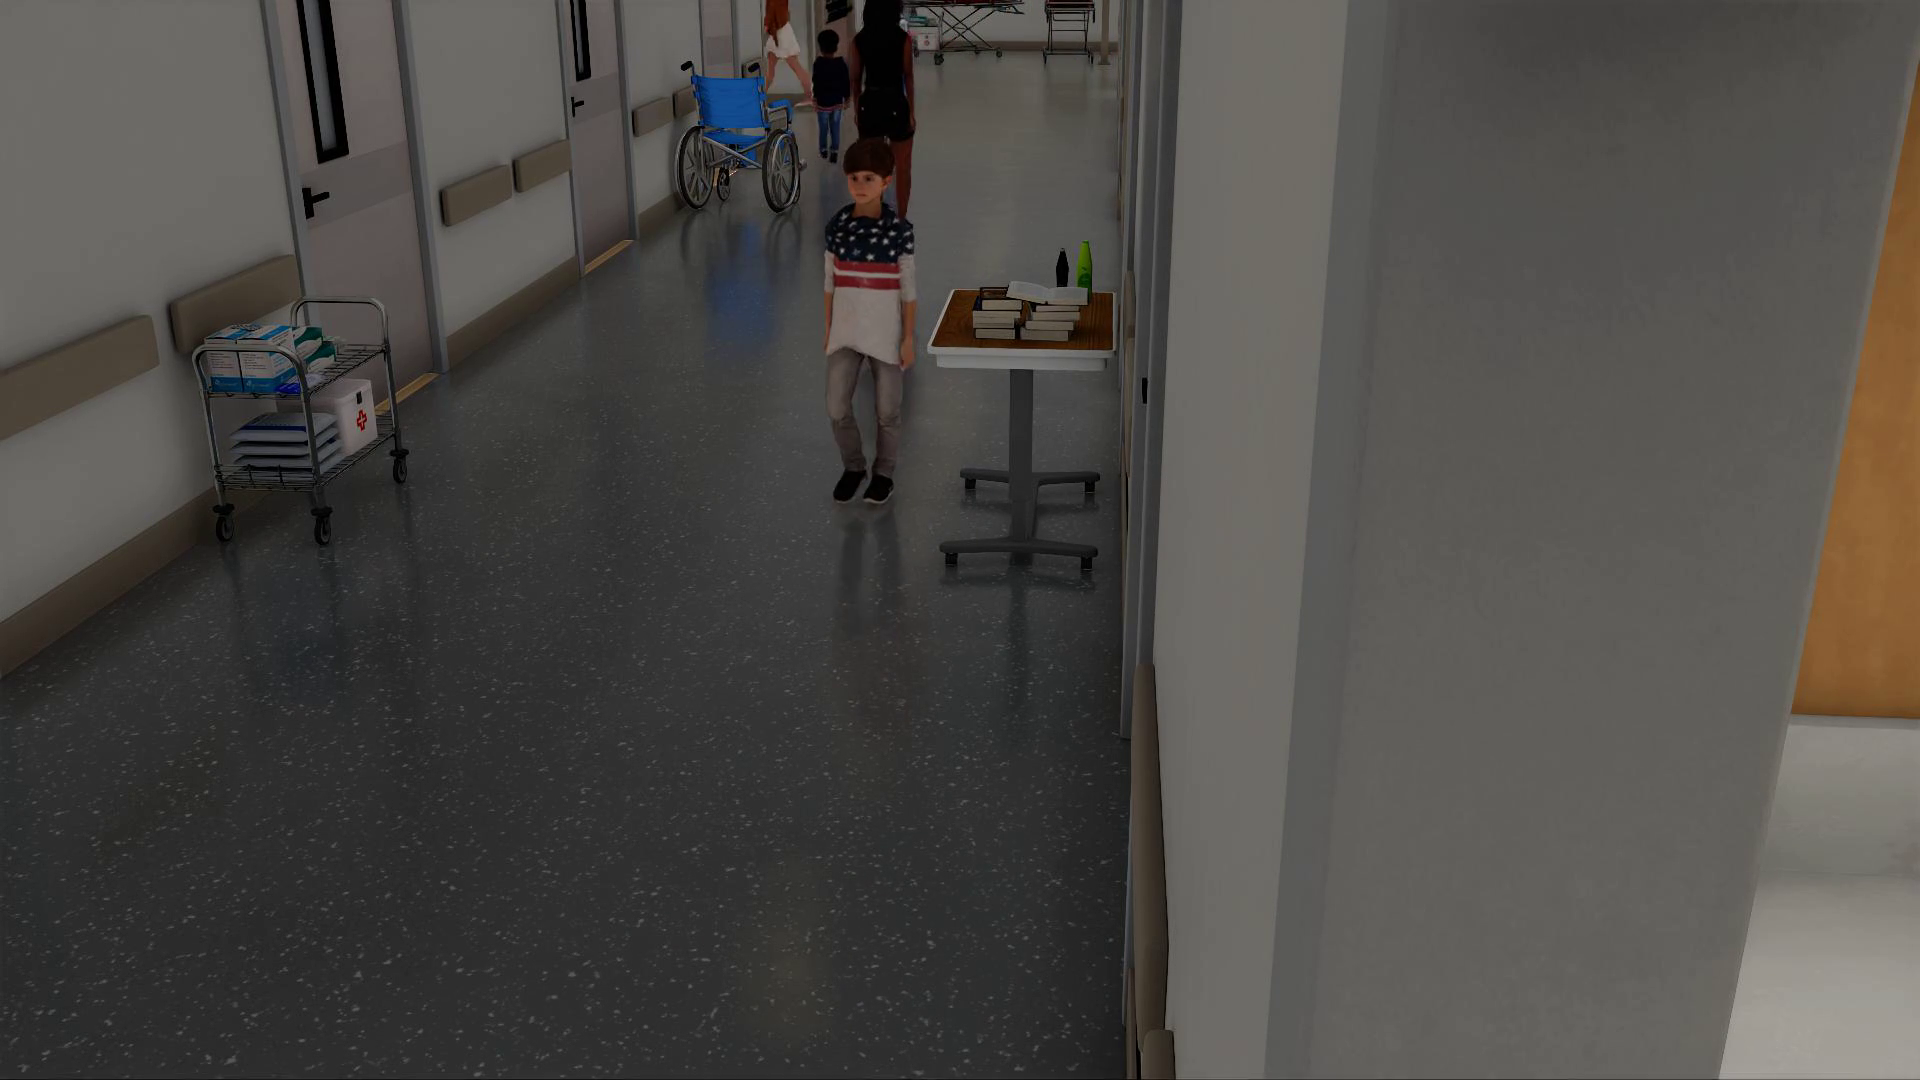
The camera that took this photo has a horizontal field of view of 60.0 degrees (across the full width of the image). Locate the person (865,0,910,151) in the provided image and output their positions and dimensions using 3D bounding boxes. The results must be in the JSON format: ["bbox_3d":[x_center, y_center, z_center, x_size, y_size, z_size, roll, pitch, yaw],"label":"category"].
[{"bbox_3d":[-0.658,-4.353,15.516,0.795,1.601,0.918,-8,22,-21],"label":"person"}]

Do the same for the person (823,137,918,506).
[{"bbox_3d":[-0.341,-0.851,6.507,0.562,1.433,0.545,4,21,11],"label":"person"}]

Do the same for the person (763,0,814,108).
[{"bbox_3d":[-1.991,-5.876,19.446,0.771,1.666,1.086,-1,21,-3],"label":"person"}]

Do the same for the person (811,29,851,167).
[{"bbox_3d":[-1.194,-4.026,15.229,0.635,1.193,0.849,-3,21,-9],"label":"person"}]

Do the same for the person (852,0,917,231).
[{"bbox_3d":[-0.537,-2.880,11.453,0.621,1.724,0.790,2,21,6],"label":"person"}]
